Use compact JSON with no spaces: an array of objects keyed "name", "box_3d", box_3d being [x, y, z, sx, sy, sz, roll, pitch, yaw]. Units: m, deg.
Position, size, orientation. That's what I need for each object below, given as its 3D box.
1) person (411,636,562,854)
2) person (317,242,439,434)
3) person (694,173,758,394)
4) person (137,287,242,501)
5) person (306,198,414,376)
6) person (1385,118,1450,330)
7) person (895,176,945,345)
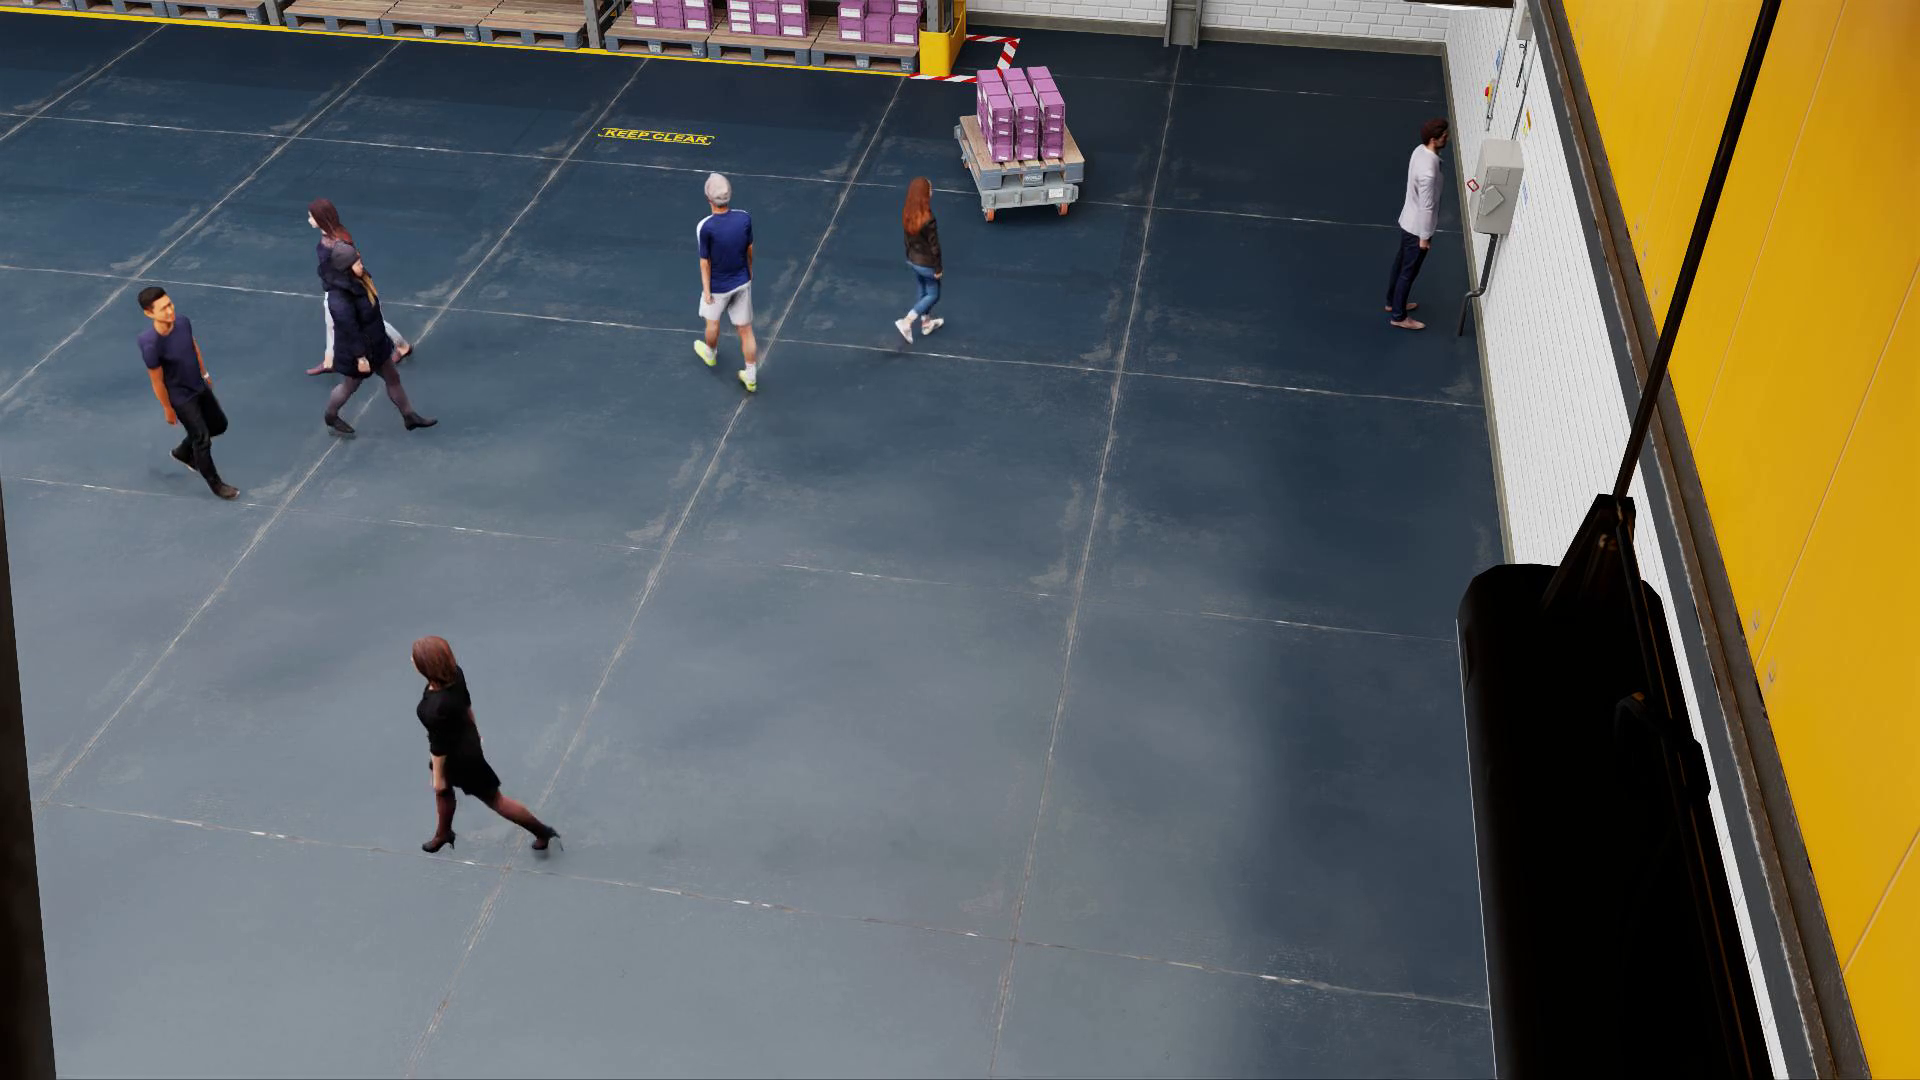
[{"name":"person","box_3d":[-2.704,1.214,9.306,1.101,1.666,0.741,-1,39,-1]},{"name":"person","box_3d":[-4.670,-1.480,12.708,1.170,1.629,0.827,0,39,0]},{"name":"person","box_3d":[-1.800,-1.989,13.206,1.070,1.803,1.118,-23,44,-26]},{"name":"person","box_3d":[-5.695,-1.084,12.094,0.825,1.777,0.678,10,40,12]},{"name":"person","box_3d":[-4.885,-2.028,13.448,1.152,1.563,1.041,-19,42,-22]},{"name":"person","box_3d":[3.861,-2.693,14.048,0.612,1.853,0.701,2,39,2]},{"name":"person","box_3d":[-0.350,-2.315,13.878,0.883,1.474,0.832,-26,45,-29]}]
